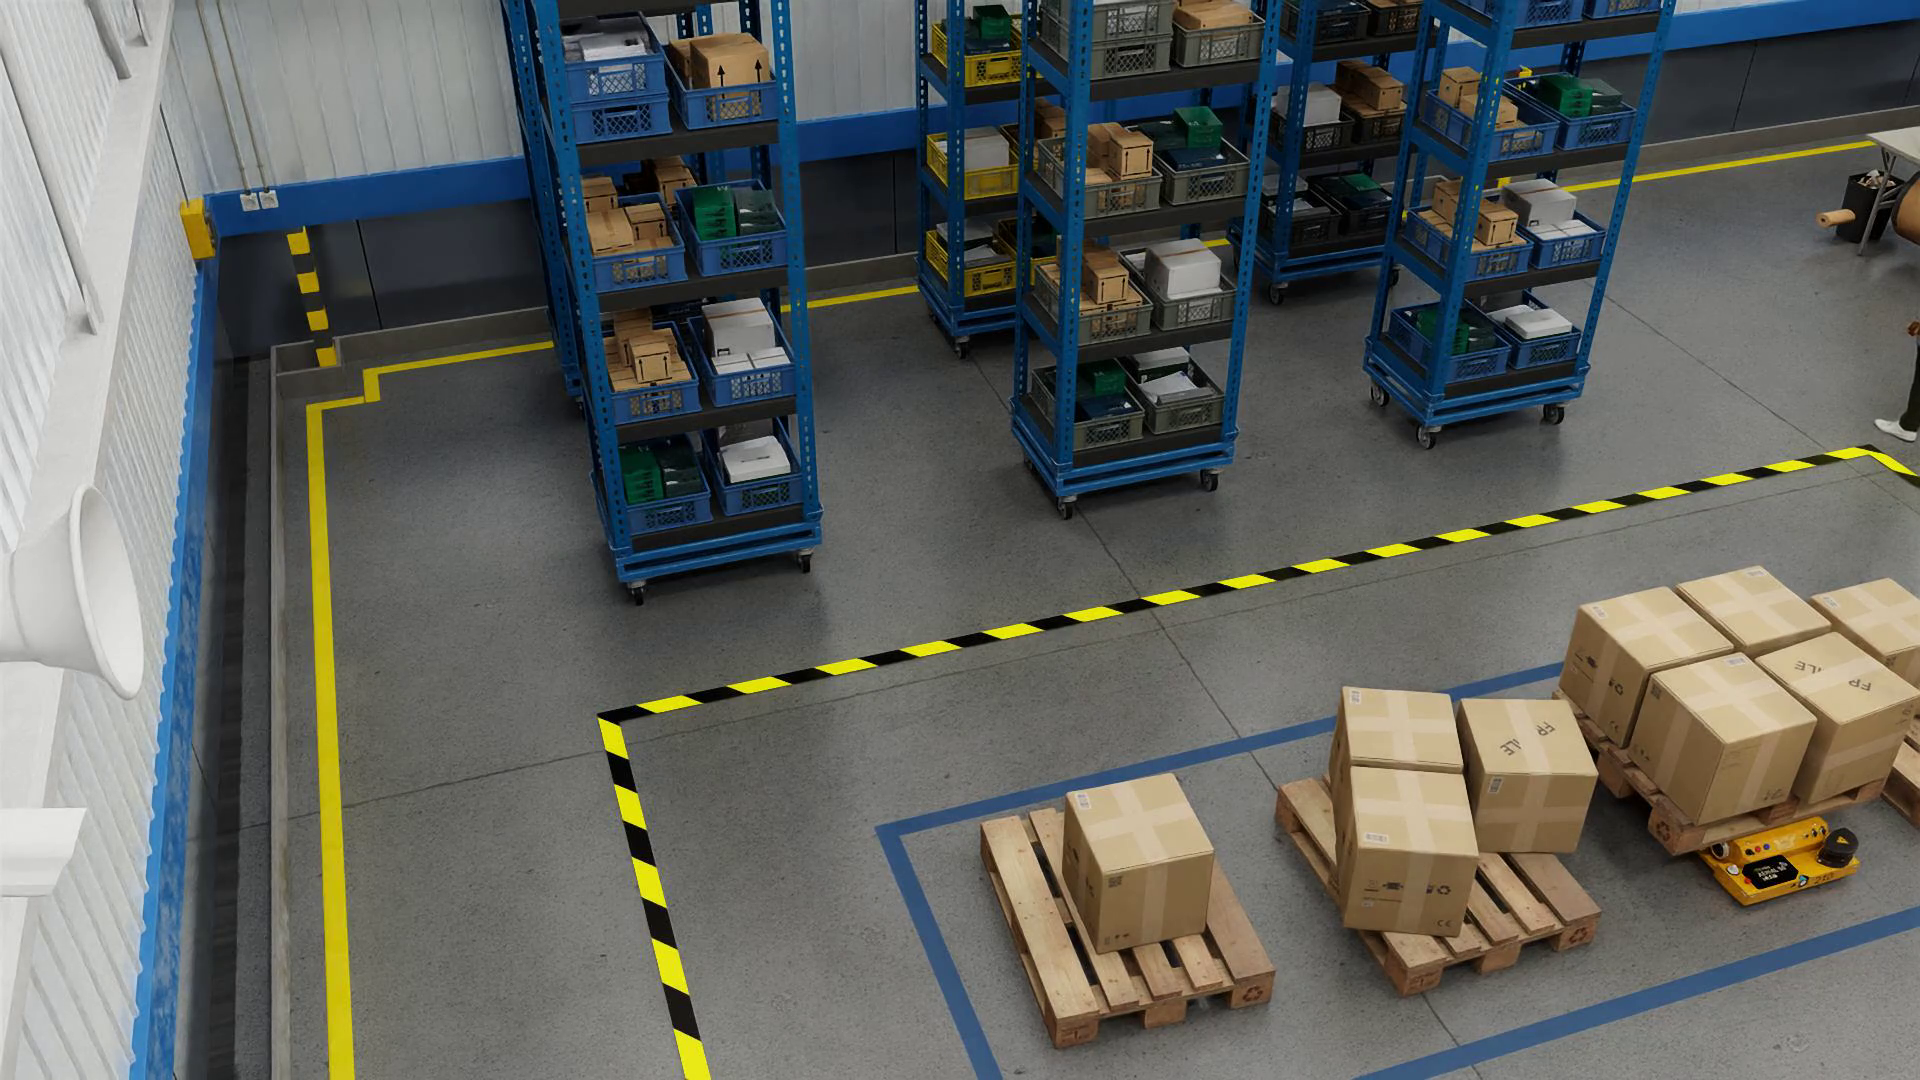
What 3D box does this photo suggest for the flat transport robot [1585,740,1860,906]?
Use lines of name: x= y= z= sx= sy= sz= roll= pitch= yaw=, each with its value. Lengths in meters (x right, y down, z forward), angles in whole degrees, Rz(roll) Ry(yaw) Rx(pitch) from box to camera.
flat transport robot: x=3.738 y=1.188 z=8.347 sx=0.652 sy=0.197 sz=1.431 roll=-11 pitch=37 yaw=-15

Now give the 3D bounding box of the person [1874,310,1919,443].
person: x=6.441 y=-1.501 z=10.810 sx=0.589 sy=1.852 sz=0.401 roll=-10 pitch=36 yaw=-14
